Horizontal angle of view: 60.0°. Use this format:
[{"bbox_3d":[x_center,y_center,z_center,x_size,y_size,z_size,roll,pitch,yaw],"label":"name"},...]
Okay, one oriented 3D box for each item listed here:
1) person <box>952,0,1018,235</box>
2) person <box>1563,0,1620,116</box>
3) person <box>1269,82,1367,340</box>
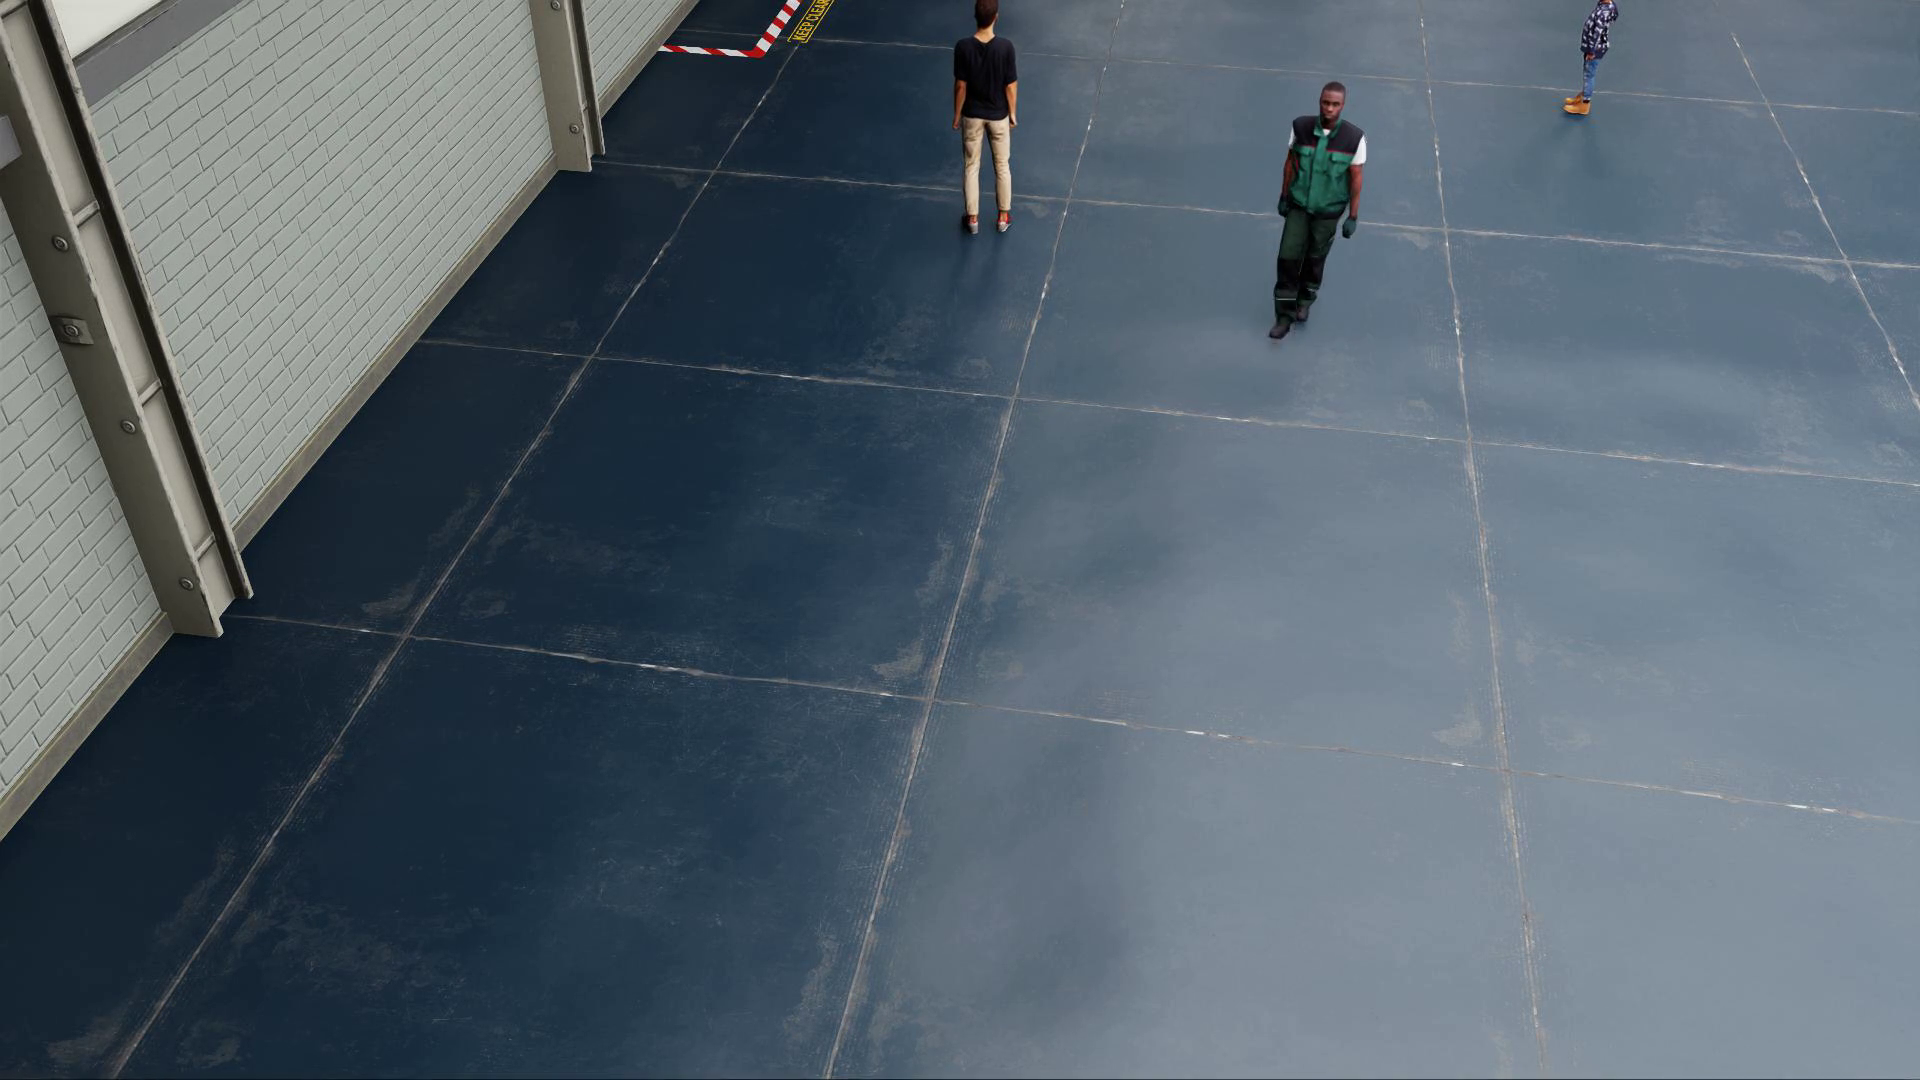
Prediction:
[{"bbox_3d":[0.194,-3.213,12.610,0.674,1.859,0.585,0,38,0],"label":"person"},{"bbox_3d":[5.575,-4.364,14.573,0.571,1.252,0.455,10,39,13],"label":"person"},{"bbox_3d":[2.478,-2.334,11.522,0.821,1.814,0.990,12,40,15],"label":"person"}]
